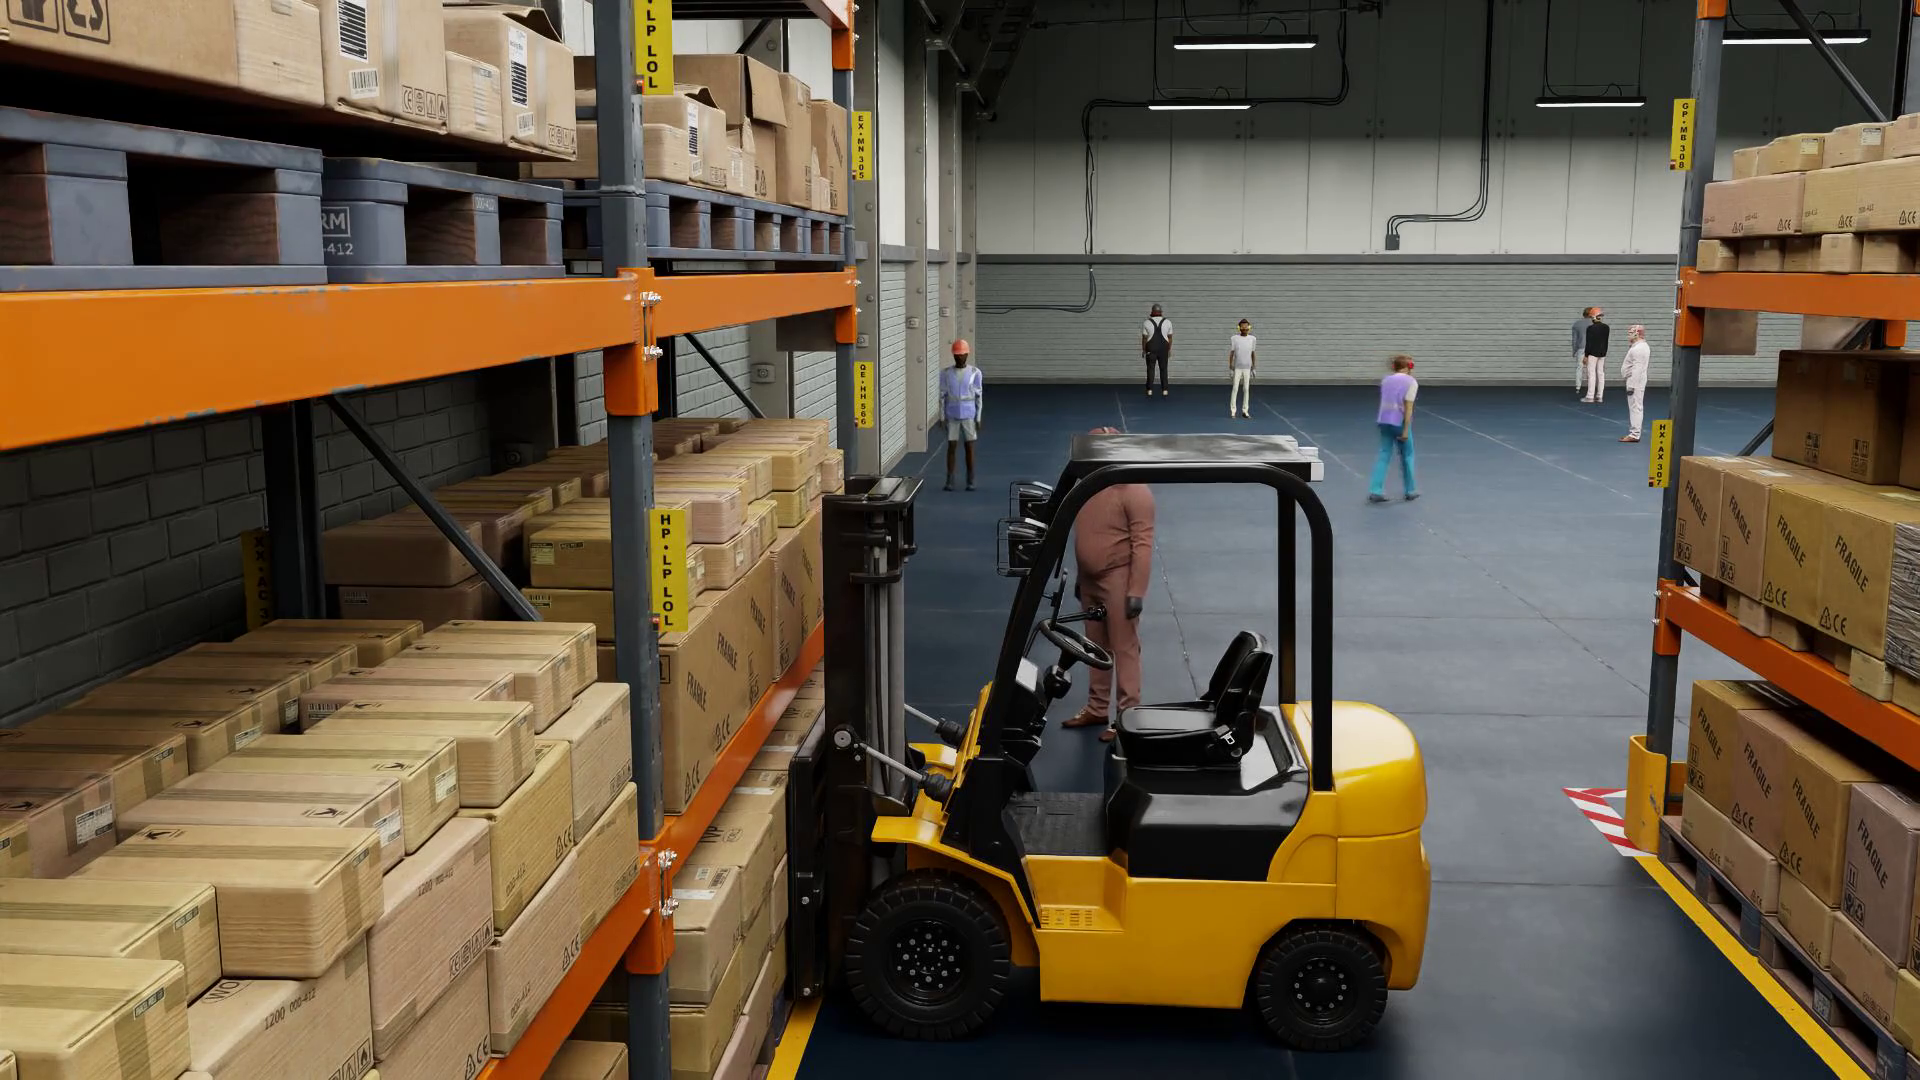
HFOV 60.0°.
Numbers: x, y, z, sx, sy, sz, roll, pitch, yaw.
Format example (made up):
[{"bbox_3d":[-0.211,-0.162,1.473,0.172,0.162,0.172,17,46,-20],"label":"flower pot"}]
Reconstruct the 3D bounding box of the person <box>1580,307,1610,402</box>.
[{"bbox_3d":[13.348,-3.888,34.943,0.611,1.995,0.377,-5,10,-26],"label":"person"}]

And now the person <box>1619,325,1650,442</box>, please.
[{"bbox_3d":[10.953,-2.539,27.032,0.407,1.910,0.639,5,11,29],"label":"person"}]

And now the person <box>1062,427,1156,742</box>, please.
[{"bbox_3d":[0.889,0.263,10.079,0.401,1.901,0.640,-5,11,-29],"label":"person"}]

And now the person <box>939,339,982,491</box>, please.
[{"bbox_3d":[0.002,-1.584,21.155,0.550,1.935,0.370,1,9,6],"label":"person"}]

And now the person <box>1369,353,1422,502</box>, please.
[{"bbox_3d":[5.330,-1.358,20.212,0.912,1.794,0.592,-6,11,-34],"label":"person"}]

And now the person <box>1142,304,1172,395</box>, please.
[{"bbox_3d":[4.367,-4.247,36.979,0.672,2.000,0.536,0,9,0],"label":"person"}]

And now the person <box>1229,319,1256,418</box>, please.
[{"bbox_3d":[5.310,-3.217,31.249,0.518,1.874,0.330,-1,9,-4],"label":"person"}]

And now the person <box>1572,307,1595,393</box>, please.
[{"bbox_3d":[14.085,-4.266,37.406,0.629,1.940,0.373,5,11,29],"label":"person"}]
